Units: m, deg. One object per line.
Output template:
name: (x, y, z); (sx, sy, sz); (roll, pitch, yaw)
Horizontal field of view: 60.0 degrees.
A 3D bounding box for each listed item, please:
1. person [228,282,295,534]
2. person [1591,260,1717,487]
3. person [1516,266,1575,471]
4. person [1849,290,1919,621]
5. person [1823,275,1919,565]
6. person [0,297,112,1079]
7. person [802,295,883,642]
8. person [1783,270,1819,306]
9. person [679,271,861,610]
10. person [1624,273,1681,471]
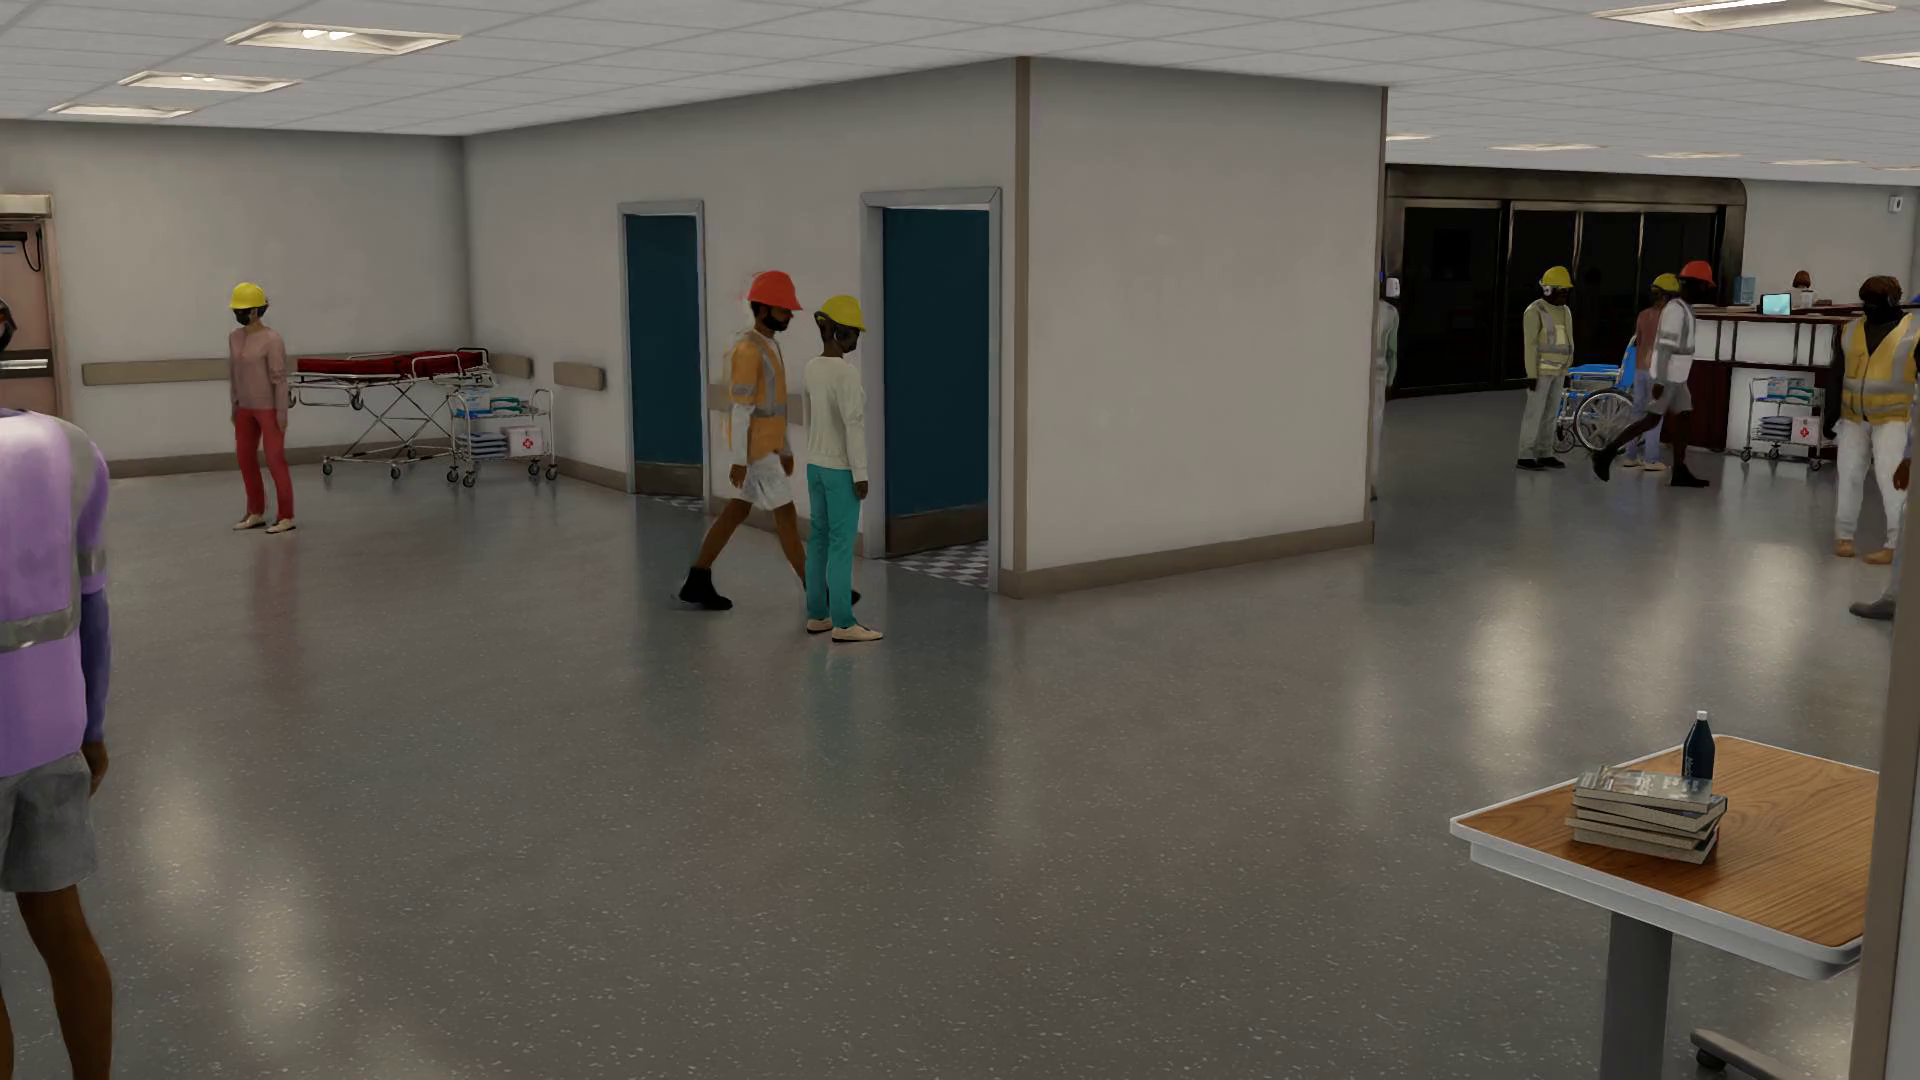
person: (-4.902, -0.912, 11.603); (0.535, 1.753, 0.360); (5, 11, 27)
person: (5.820, -1.383, 13.882); (0.859, 1.895, 0.578); (7, 12, 35)
person: (5.259, -1.524, 14.848); (0.595, 1.823, 0.403); (-8, 13, -37)
person: (5.172, -0.446, 8.566); (0.889, 1.913, 0.596); (10, 14, 43)
person: (5.859, -0.773, 10.630); (0.445, 1.822, 0.626); (-6, 12, -31)
person: (-2.022, 0.412, 3.428); (0.409, 2.030, 0.610); (3, 11, 18)
person: (-0.615, -0.362, 8.499); (0.324, 1.763, 0.524); (-6, 12, -32)
person: (12.162, -3.087, 24.117); (0.499, 1.633, 0.280); (6, 12, 31)
person: (-1.092, -0.521, 9.077); (1.014, 1.886, 0.560); (1, 10, 3)
person: (6.235, -1.497, 14.880); (0.349, 1.758, 0.522); (-3, 11, -16)
